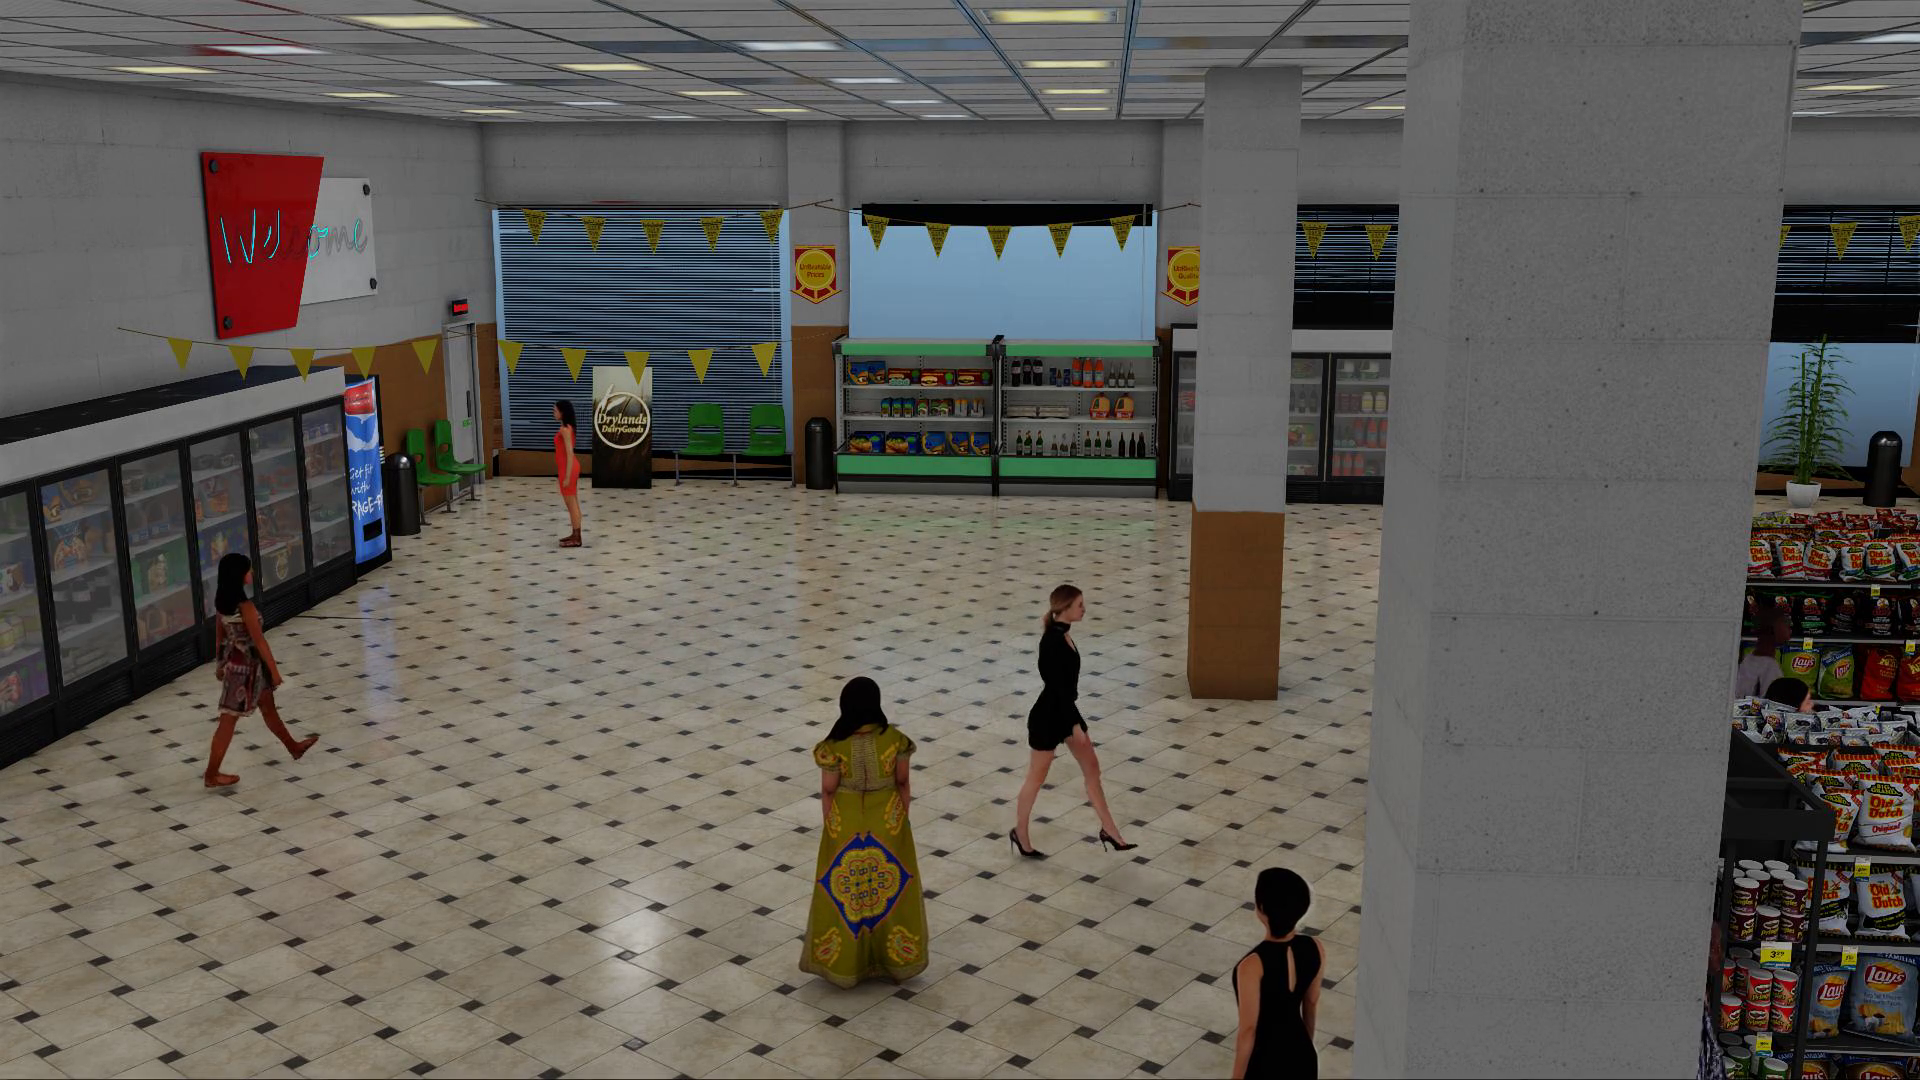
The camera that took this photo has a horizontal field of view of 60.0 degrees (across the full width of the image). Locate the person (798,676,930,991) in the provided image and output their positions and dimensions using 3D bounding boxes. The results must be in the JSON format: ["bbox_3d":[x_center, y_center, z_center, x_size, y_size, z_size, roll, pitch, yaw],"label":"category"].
[{"bbox_3d":[-0.486,1.508,8.600,0.842,1.656,1.005,-3,12,-13],"label":"person"}]

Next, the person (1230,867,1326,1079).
[{"bbox_3d":[1.203,2.015,6.323,0.645,1.603,0.724,-8,14,-33],"label":"person"}]

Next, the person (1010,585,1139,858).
[{"bbox_3d":[0.507,1.140,10.162,1.050,1.733,0.687,3,12,15],"label":"person"}]

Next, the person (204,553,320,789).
[{"bbox_3d":[-5.039,0.931,11.472,1.130,1.602,1.120,11,16,41],"label":"person"}]

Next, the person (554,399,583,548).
[{"bbox_3d":[-4.538,-0.777,19.303,0.592,1.719,0.643,-2,12,-10],"label":"person"}]

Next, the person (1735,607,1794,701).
[{"bbox_3d":[4.504,1.246,9.587,0.661,1.764,0.625,1,12,6],"label":"person"}]
